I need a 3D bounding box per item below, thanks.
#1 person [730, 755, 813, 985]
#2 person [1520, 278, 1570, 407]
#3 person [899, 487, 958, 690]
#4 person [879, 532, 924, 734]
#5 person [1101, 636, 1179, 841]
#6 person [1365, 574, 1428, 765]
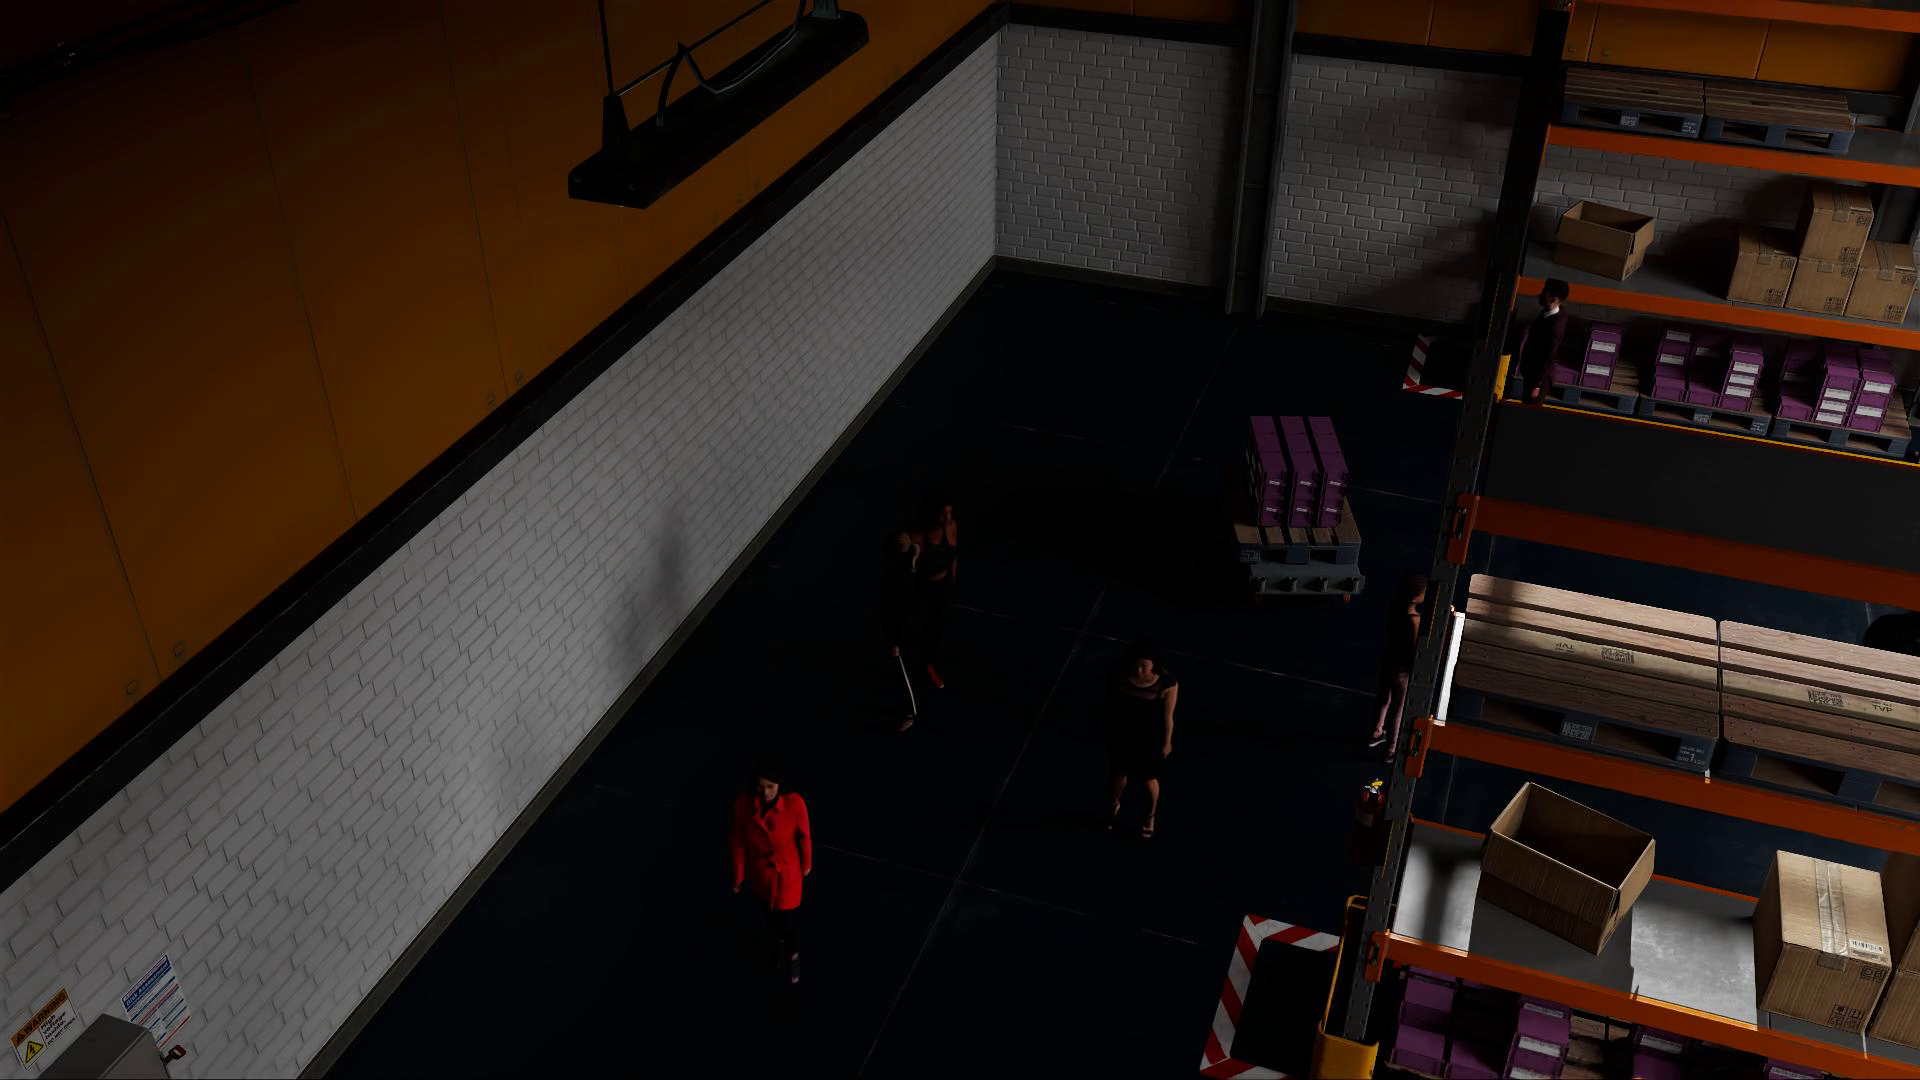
[{"bbox_3d":[-1.126,1.929,10.108,0.650,1.738,0.750,4,34,6],"label":"person"},{"bbox_3d":[5.284,-1.522,15.184,0.598,1.866,0.682,10,35,14],"label":"person"},{"bbox_3d":[-0.294,0.334,12.459,0.897,1.792,0.959,-17,37,-24],"label":"person"},{"bbox_3d":[-0.411,0.667,12.035,0.574,1.706,0.650,7,34,10],"label":"person"},{"bbox_3d":[1.176,1.308,11.066,0.550,1.711,0.709,14,36,20],"label":"person"},{"bbox_3d":[3.122,0.894,11.821,0.661,1.566,0.617,-9,35,-13],"label":"person"}]
